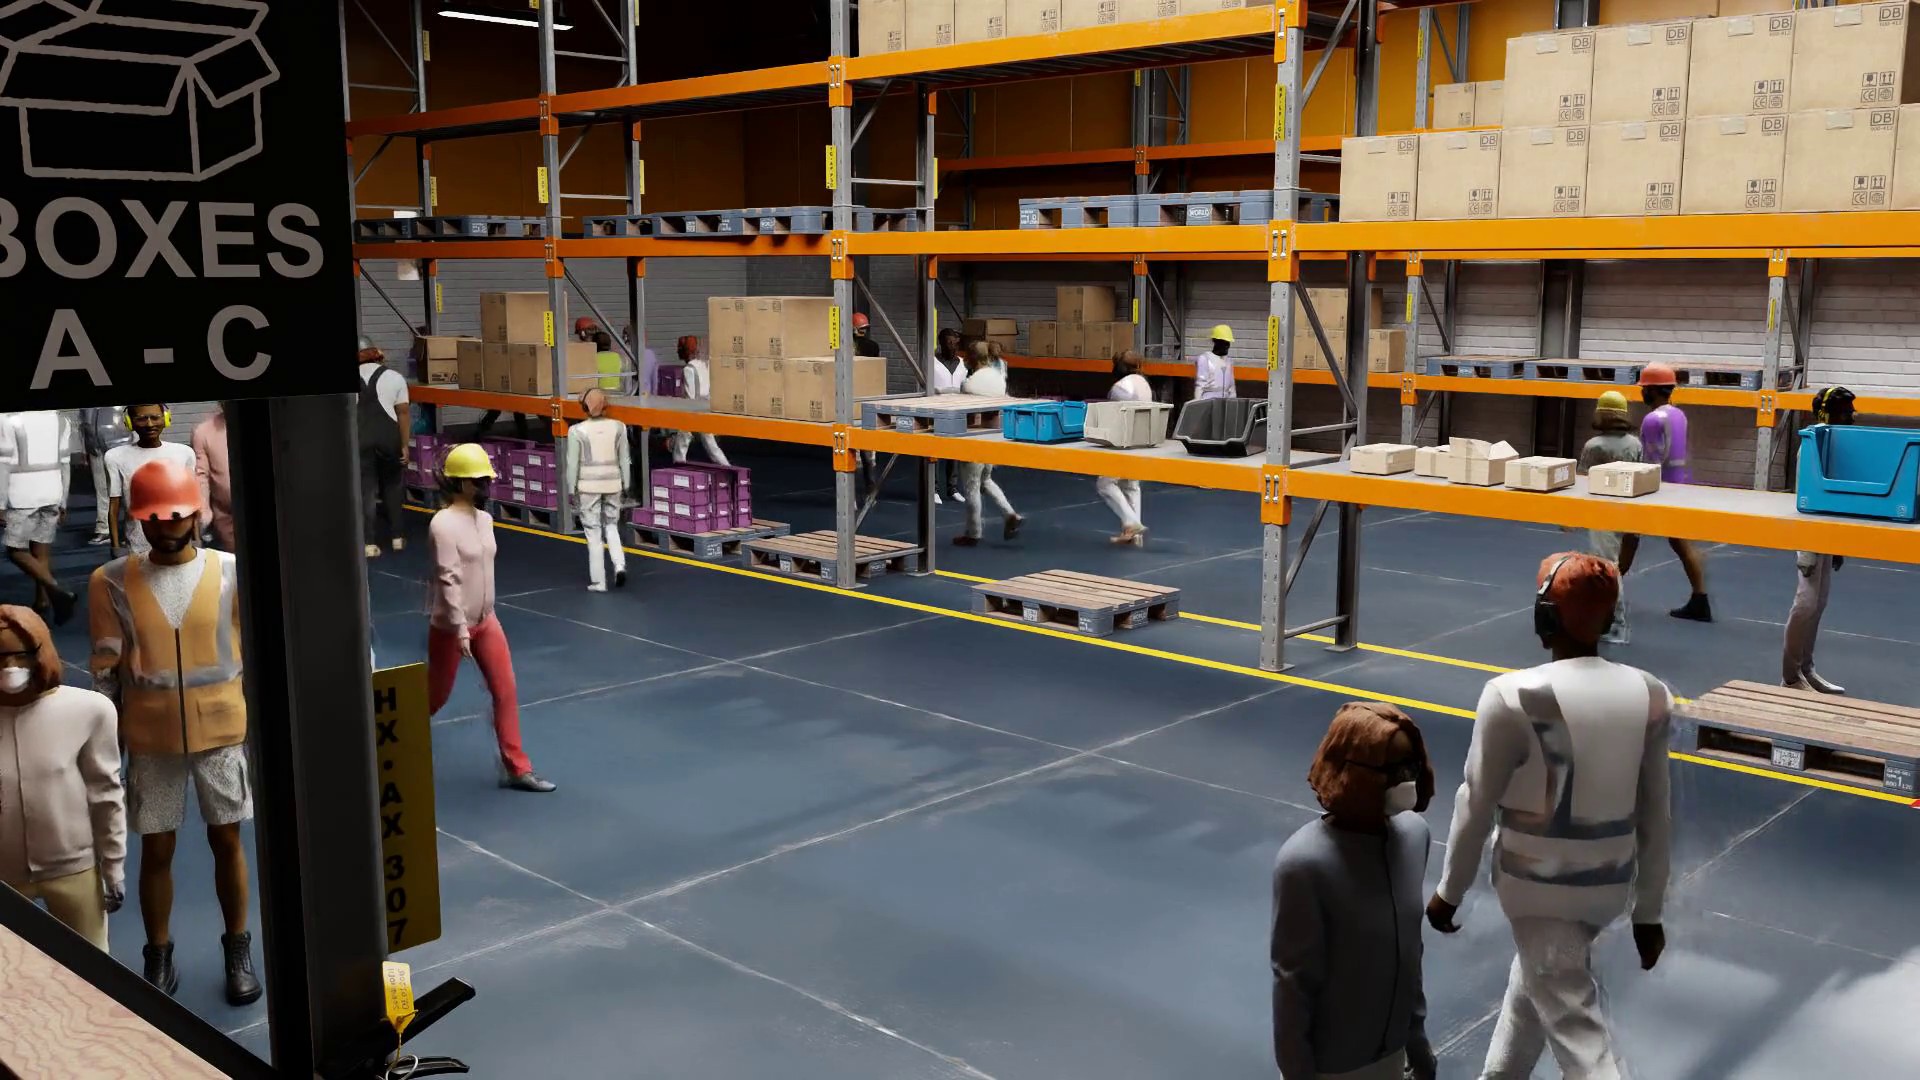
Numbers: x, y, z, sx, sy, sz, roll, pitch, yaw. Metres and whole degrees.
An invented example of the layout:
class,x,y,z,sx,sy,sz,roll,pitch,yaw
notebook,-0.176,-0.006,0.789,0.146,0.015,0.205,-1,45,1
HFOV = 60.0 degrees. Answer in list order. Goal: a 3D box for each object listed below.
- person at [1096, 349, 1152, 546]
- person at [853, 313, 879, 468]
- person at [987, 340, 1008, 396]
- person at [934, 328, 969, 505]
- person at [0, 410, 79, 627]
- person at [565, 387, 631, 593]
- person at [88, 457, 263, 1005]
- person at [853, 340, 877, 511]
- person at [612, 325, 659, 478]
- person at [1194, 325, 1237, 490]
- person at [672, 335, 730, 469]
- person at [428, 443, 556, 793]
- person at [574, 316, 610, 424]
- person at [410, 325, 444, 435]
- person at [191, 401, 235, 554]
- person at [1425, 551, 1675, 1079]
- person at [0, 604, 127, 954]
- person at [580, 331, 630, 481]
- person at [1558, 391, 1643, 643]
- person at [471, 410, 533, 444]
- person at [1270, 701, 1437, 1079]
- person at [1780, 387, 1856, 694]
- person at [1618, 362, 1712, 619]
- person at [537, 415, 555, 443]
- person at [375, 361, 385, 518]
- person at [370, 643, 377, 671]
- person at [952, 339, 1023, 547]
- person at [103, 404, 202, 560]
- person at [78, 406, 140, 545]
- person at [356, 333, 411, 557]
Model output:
class,x,y,z,sx,sy,sz,roll,pitch,yaw
person,1.517,-0.833,15.269,0.452,1.827,0.657,5,11,30
person,-1.291,-1.932,21.491,0.375,1.997,0.611,7,12,37
person,0.490,-1.838,22.092,0.541,1.608,0.738,-8,12,-40
person,-0.156,-1.354,18.192,0.593,1.919,0.391,-6,11,-32
person,-6.464,-0.290,11.684,0.586,1.912,0.584,4,10,23
person,-2.866,-0.389,13.143,0.532,1.630,0.355,-6,11,-34
person,-2.657,0.674,5.703,0.551,1.932,0.378,-4,10,-23
person,-1.117,-1.215,17.617,0.531,1.825,0.393,1,9,3
person,-4.006,-1.684,20.345,0.675,1.876,0.416,-6,11,-33
person,2.975,-1.538,19.317,0.644,1.915,0.412,-8,12,-41
person,-2.903,-1.362,18.518,1.003,1.843,0.582,3,10,17
person,-2.459,0.382,8.129,0.886,1.729,0.518,3,10,19
person,-4.641,-1.841,21.051,0.715,1.956,0.660,9,13,43
person,-7.125,-1.943,22.100,0.714,1.826,0.566,-8,12,-40
person,-4.853,-0.201,11.333,0.631,1.861,0.993,-2,10,-14
person,1.618,0.941,4.439,0.576,1.828,1.033,-4,10,-24
person,-2.661,0.978,4.792,0.497,1.627,0.284,-5,10,-27
person,-4.151,-1.514,19.412,0.634,1.839,0.429,-7,11,-35
person,4.416,-0.172,11.534,0.512,1.712,0.706,-5,11,-29
person,-6.391,-2.184,23.192,0.990,1.954,0.613,-7,12,-36
person,0.875,1.151,3.695,0.497,1.634,0.279,-8,12,-39
person,5.135,0.021,9.905,0.325,1.871,0.524,9,13,43
person,5.129,-0.369,12.267,0.574,1.879,1.023,-8,12,-41
person,-5.563,-2.086,22.673,0.562,1.920,0.427,6,11,32
person,-5.989,-1.079,17.024,0.541,1.754,0.419,-9,13,-43
person,-3.625,0.145,9.062,0.911,1.903,0.656,-1,9,-5
person,0.230,-0.873,15.237,0.568,1.919,0.642,6,11,34
person,-4.624,0.073,9.590,0.520,1.871,0.326,-7,12,-38
person,-7.869,-0.857,15.401,0.591,1.834,0.404,1,9,4
person,-5.286,-0.883,14.929,0.703,2.000,0.855,-3,10,-16
